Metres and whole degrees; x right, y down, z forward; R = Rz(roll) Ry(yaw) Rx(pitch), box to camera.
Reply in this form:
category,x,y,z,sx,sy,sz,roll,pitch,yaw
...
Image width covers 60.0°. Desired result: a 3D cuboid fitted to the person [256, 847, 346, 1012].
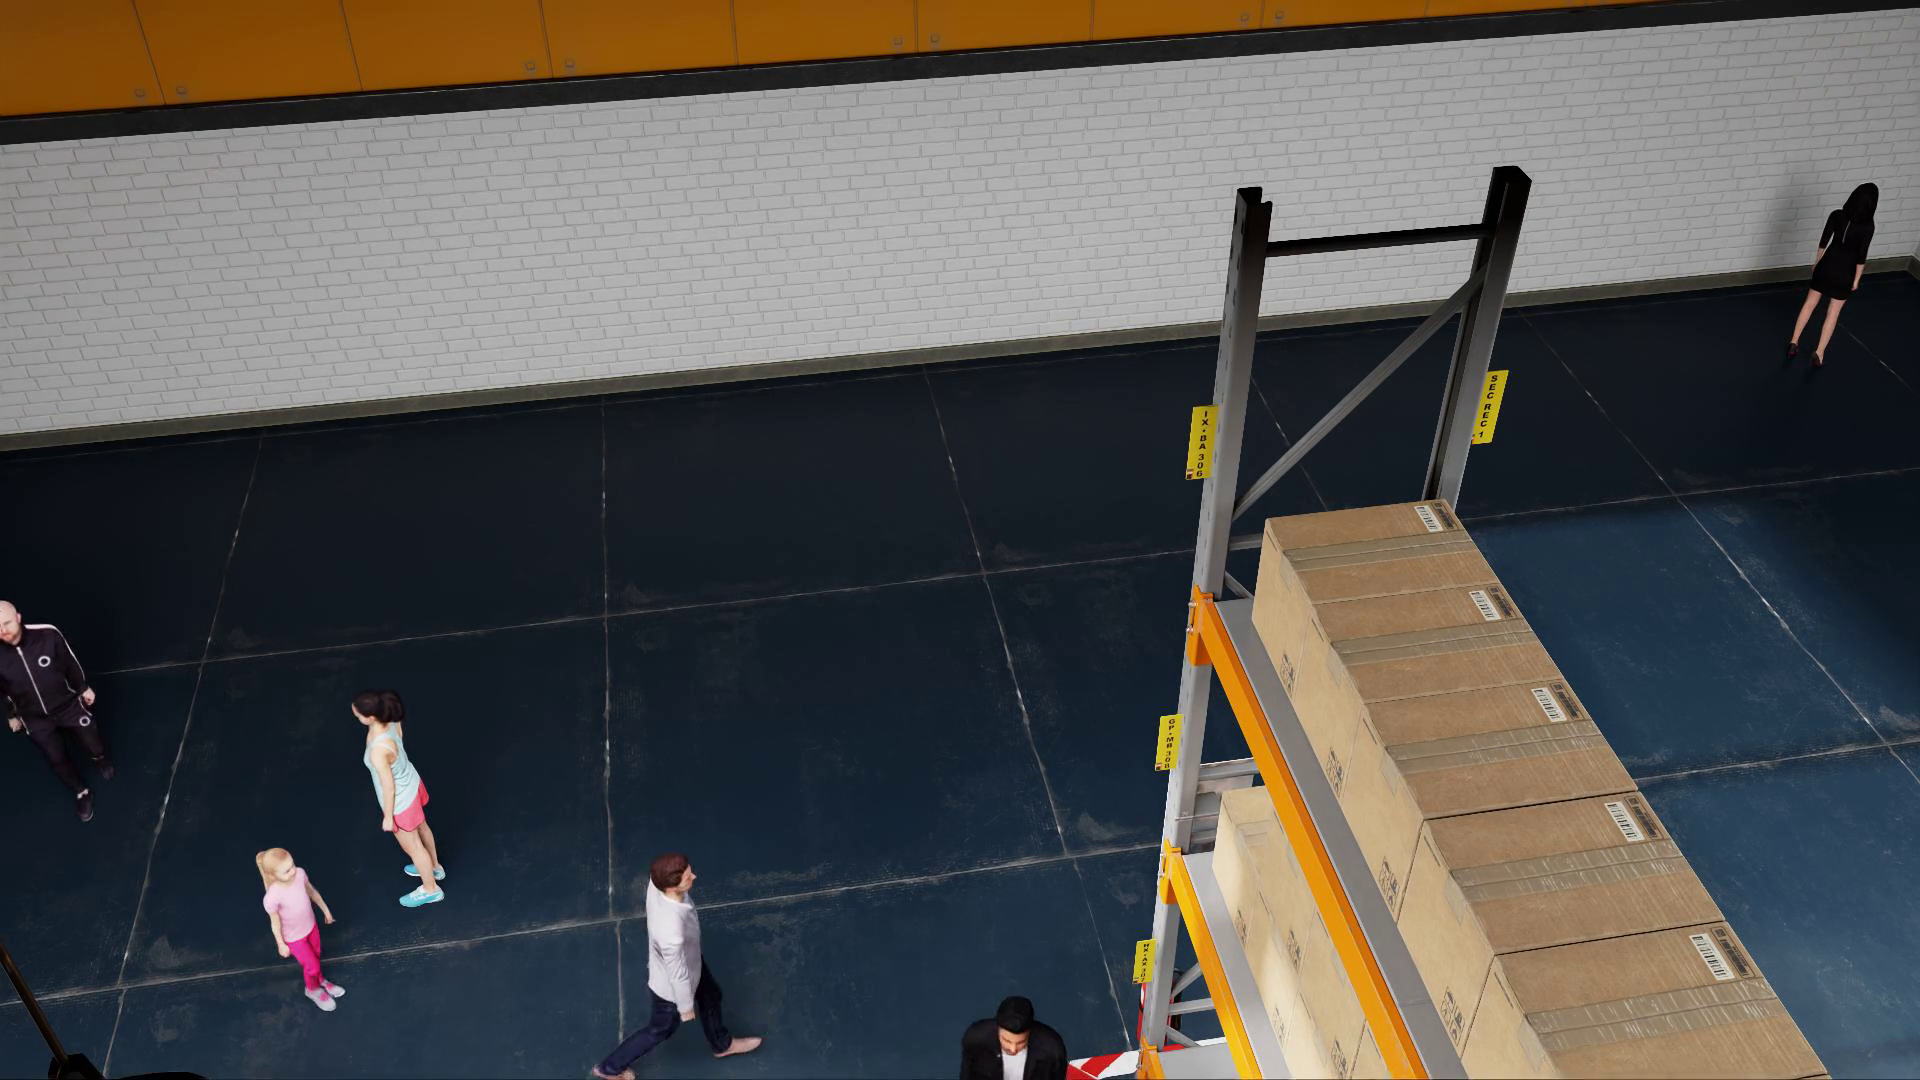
category,x,y,z,sx,sy,sz,roll,pitch,yaw
person,-3.956,2.274,9.837,0.661,1.267,0.578,12,40,15

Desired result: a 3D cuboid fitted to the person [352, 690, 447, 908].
category,x,y,z,sx,sy,sz,roll,pitch,yaw
person,-3.476,1.580,10.301,0.649,1.773,0.528,-4,39,-4

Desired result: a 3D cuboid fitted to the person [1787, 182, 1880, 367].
category,x,y,z,sx,sy,sz,roll,pitch,yaw
person,8.045,-2.440,15.307,0.719,1.807,0.578,-24,44,-27

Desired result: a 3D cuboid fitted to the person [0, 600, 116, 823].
category,x,y,z,sx,sy,sz,roll,pitch,yaw
person,-5.982,1.048,10.925,0.804,1.825,0.850,-19,42,-22

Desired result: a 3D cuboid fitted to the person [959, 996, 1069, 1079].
category,x,y,z,sx,sy,sz,roll,pitch,yaw
person,0.309,2.846,8.708,0.850,1.783,0.870,10,40,13

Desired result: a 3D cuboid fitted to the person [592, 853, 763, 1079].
category,x,y,z,sx,sy,sz,roll,pitch,yaw
person,-1.670,2.416,9.223,0.760,1.812,1.130,-7,39,-9
